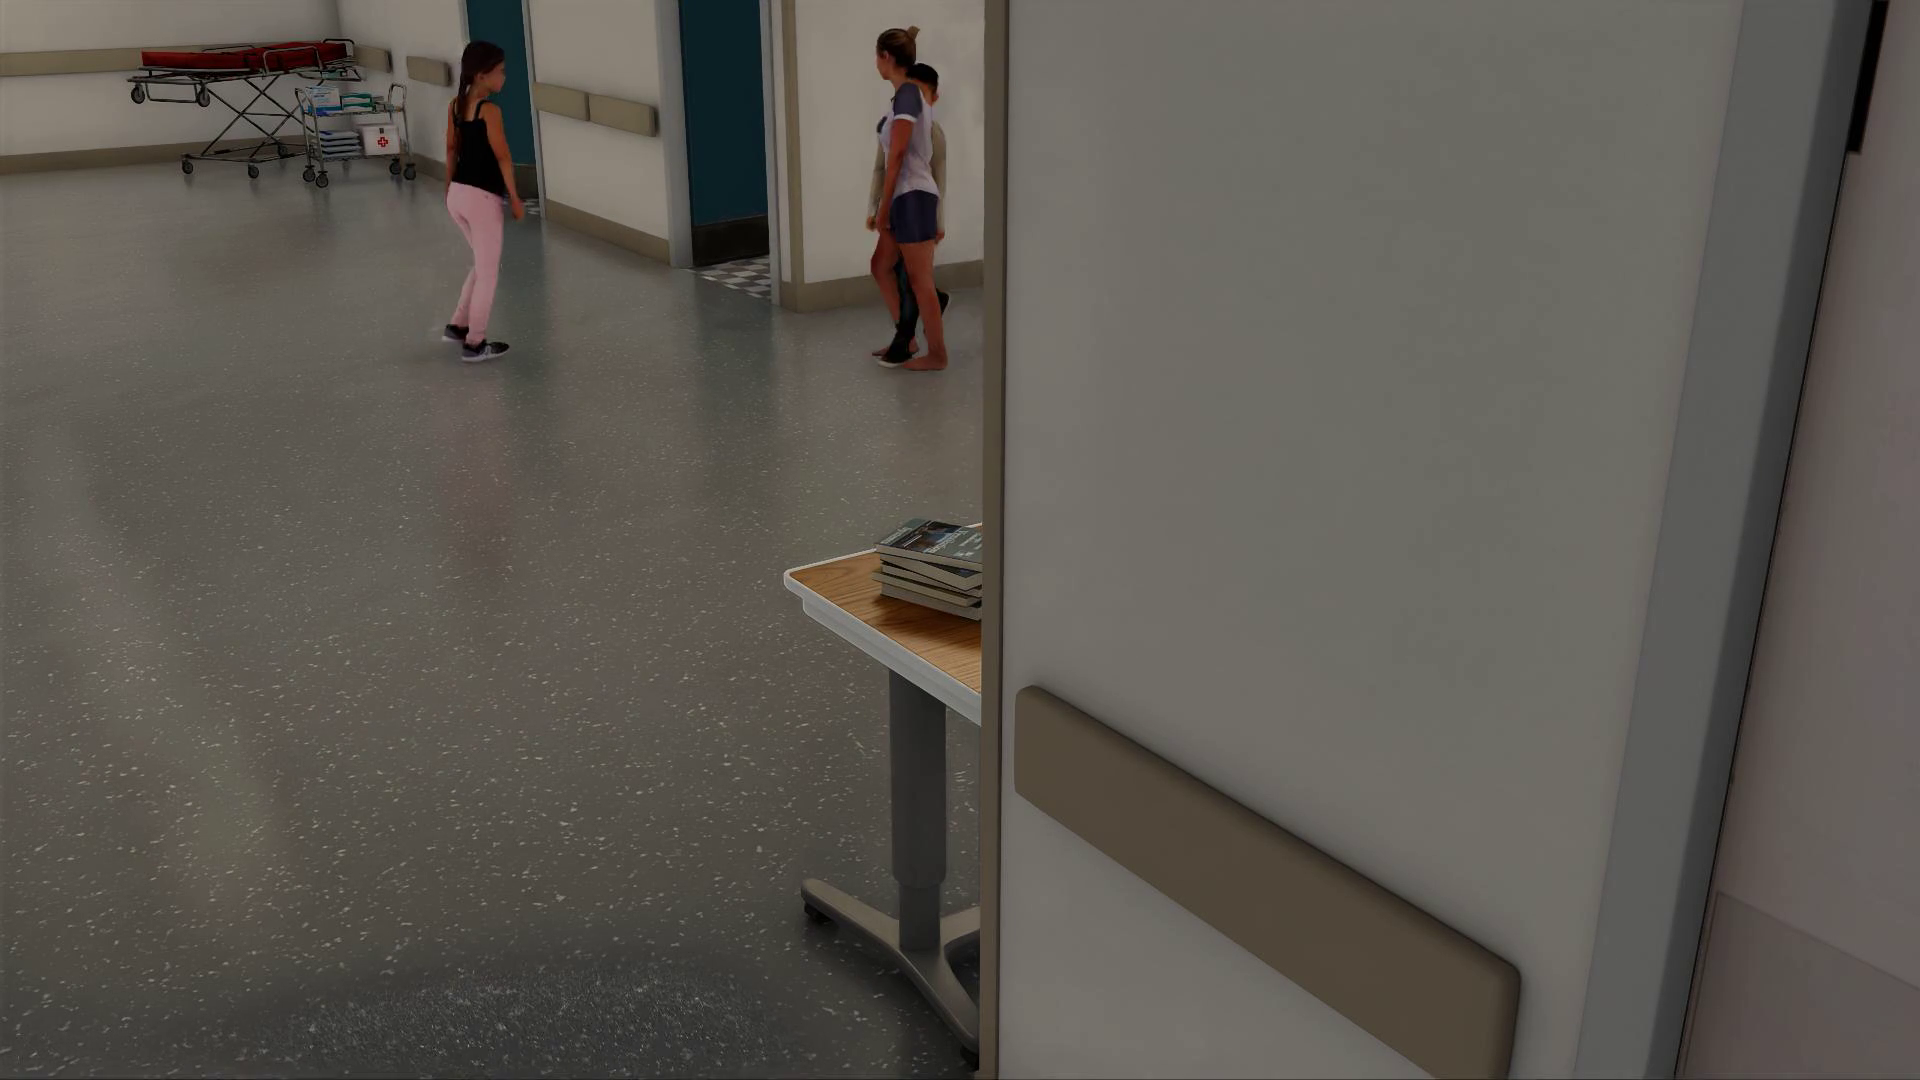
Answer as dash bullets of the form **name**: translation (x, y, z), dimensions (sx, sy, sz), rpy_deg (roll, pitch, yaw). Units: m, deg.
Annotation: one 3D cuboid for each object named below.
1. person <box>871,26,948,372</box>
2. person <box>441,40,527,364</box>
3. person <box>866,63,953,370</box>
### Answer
- **person**: translation (-0.160, -1.611, 7.971), dimensions (0.809, 1.617, 0.735), rpy_deg (-1, 21, -1)
- **person**: translation (-2.389, -1.626, 8.123), dimensions (0.588, 1.536, 0.723), rpy_deg (11, 23, 27)
- **person**: translation (-0.202, -1.589, 8.158), dimensions (0.906, 1.442, 0.827), rpy_deg (17, 26, 37)
